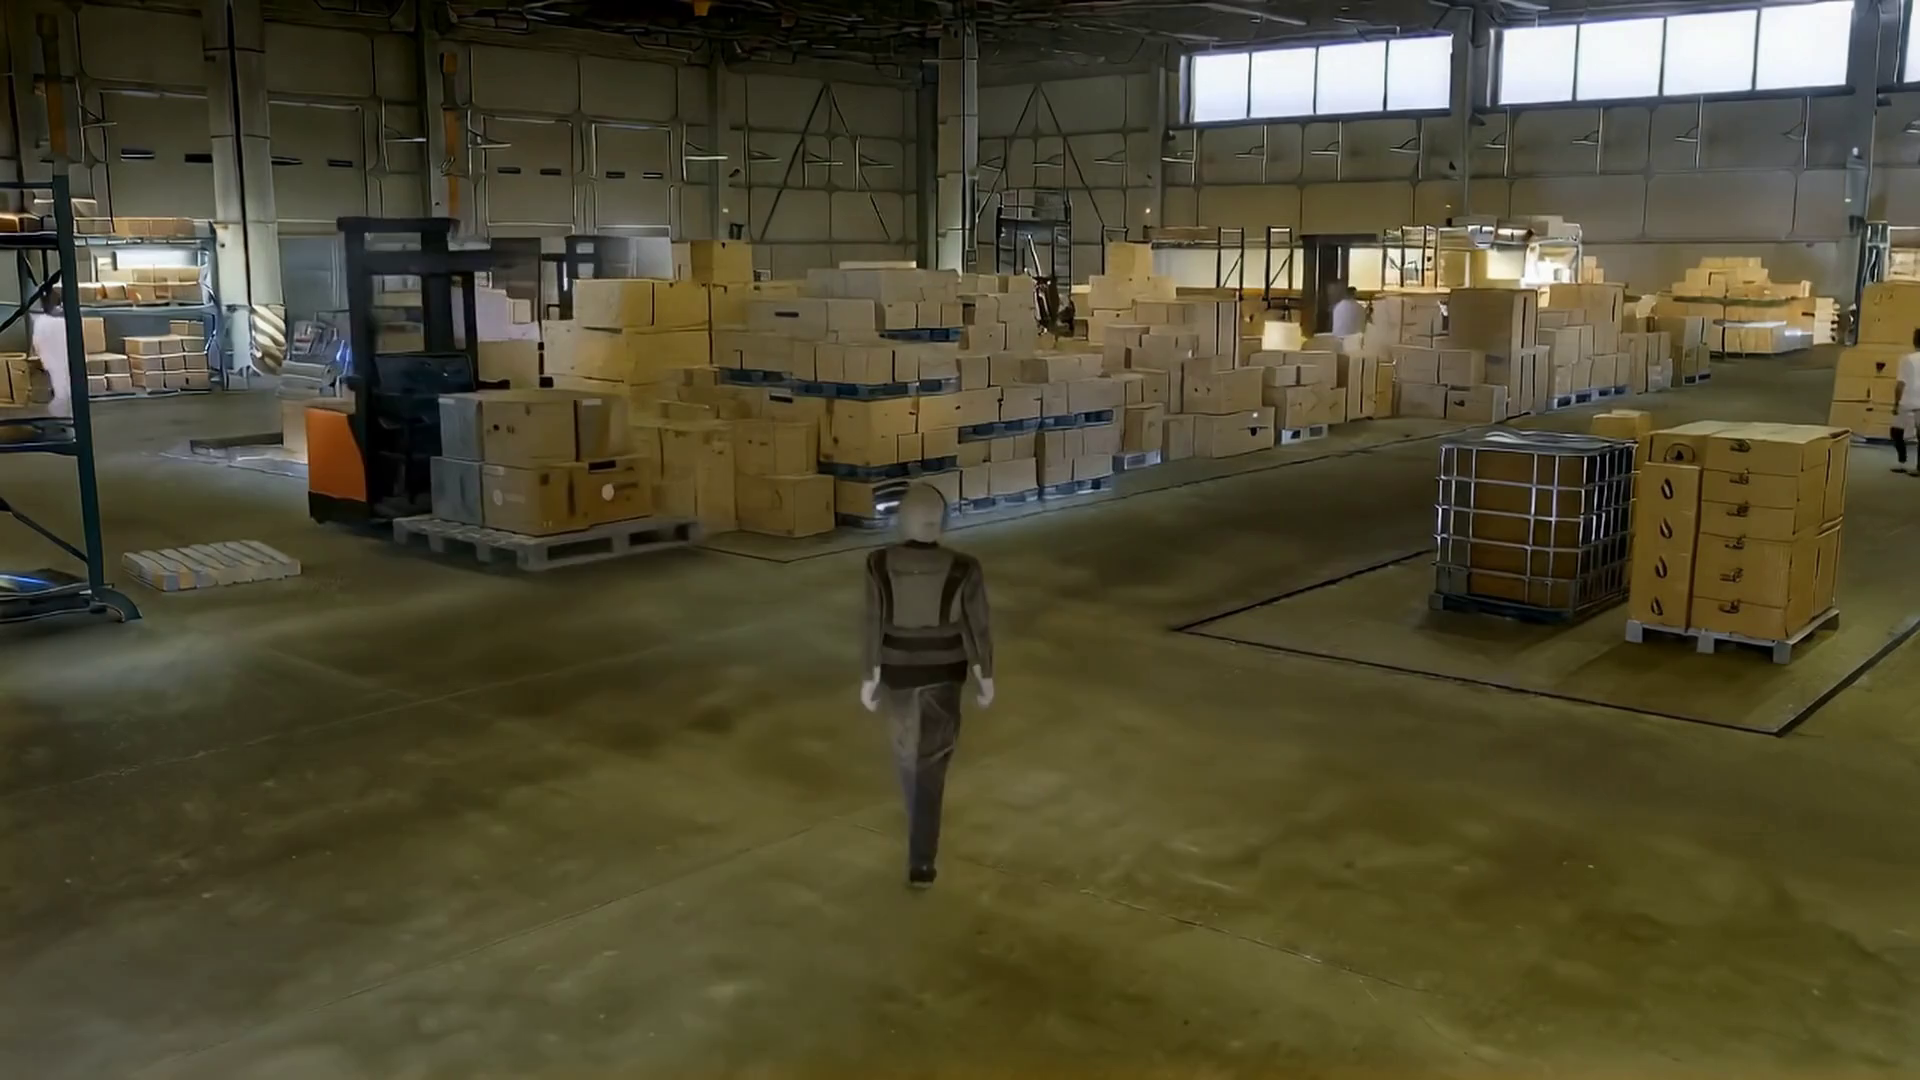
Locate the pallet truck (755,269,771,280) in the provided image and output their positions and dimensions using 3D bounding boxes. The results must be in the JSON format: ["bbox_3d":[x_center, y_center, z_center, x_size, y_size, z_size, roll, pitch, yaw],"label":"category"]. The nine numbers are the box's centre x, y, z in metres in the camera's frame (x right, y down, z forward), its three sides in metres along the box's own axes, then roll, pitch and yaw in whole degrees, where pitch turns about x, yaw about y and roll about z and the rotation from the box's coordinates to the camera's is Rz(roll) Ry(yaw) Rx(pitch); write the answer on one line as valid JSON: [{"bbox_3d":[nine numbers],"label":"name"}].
[{"bbox_3d":[-4.996,-6.432,45.525,1.885,1.965,0.823,-6,12,-32],"label":"pallet truck"}]

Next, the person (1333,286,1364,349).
[{"bbox_3d":[6.617,-3.418,28.646,0.633,1.910,0.853,10,14,43],"label":"person"}]

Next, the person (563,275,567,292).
[{"bbox_3d":[-10.031,-5.932,42.924,0.426,1.907,0.607,-2,10,-13],"label":"person"}]

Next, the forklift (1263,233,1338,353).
[{"bbox_3d":[7.068,-4.656,32.901,1.873,2.768,1.129,8,13,40],"label":"forklift"}]

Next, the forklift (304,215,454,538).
[{"bbox_3d":[-5.022,-1.509,14.984,1.873,2.768,1.129,8,13,40],"label":"forklift"}]

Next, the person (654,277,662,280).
[{"bbox_3d":[-6.514,-4.724,36.013,0.637,1.929,0.368,-5,11,-25],"label":"person"}]

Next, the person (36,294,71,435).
[{"bbox_3d":[-12.259,-2.368,22.588,0.459,1.923,0.651,0,10,0],"label":"person"}]

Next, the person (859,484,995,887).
[{"bbox_3d":[-0.136,0.566,6.838,0.542,1.591,0.880,2,10,13],"label":"person"}]

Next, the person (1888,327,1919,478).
[{"bbox_3d":[10.633,-1.529,18.514,0.549,1.678,0.447,0,10,-3],"label":"person"}]

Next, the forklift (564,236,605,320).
[{"bbox_3d":[-8.642,-5.648,38.550,1.873,2.768,1.129,8,13,40],"label":"forklift"}]
